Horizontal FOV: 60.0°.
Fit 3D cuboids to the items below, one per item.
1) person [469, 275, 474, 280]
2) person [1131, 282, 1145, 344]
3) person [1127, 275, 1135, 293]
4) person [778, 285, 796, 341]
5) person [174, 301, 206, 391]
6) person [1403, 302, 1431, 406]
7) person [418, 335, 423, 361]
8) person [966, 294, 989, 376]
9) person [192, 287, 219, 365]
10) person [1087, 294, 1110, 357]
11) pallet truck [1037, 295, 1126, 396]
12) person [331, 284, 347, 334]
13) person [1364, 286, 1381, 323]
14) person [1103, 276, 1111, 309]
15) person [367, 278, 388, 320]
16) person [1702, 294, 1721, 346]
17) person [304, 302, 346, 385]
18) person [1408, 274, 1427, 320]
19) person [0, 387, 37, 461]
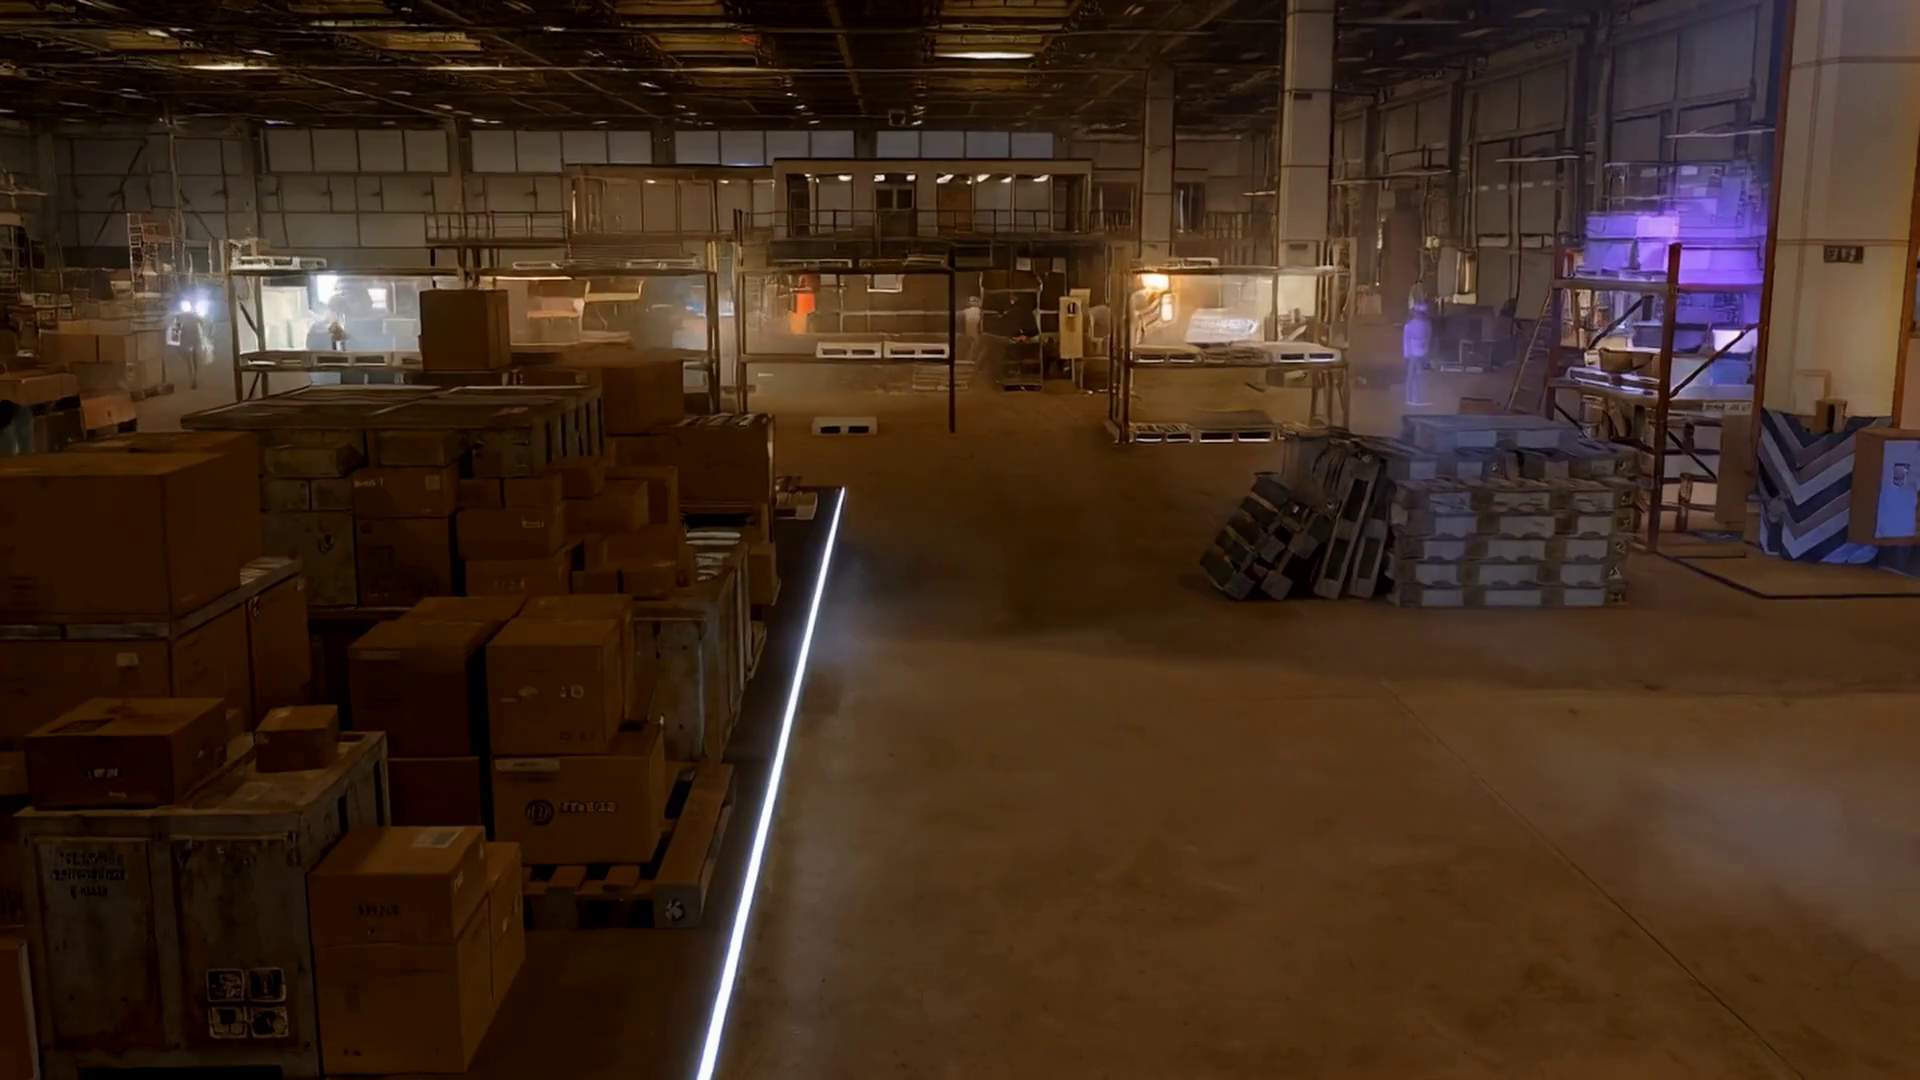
[{"bbox_3d":[-20.168,-10.252,69.099,0.557,1.814,0.538,2,10,13],"label":"person"},{"bbox_3d":[5.283,-6.781,49.700,0.431,1.835,0.622,8,13,37],"label":"person"},{"bbox_3d":[6.302,-8.912,61.286,0.402,1.935,0.551,2,10,12],"label":"person"},{"bbox_3d":[-5.251,-6.898,50.696,0.848,1.703,0.493,7,12,35],"label":"person"},{"bbox_3d":[-15.804,-3.977,34.081,0.554,1.818,0.957,-7,12,-33],"label":"person"},{"bbox_3d":[8.469,-3.436,30.780,0.366,1.927,0.585,-8,13,-38],"label":"person"},{"bbox_3d":[-8.329,-2.651,26.527,0.583,1.882,0.337,2,10,11],"label":"person"},{"bbox_3d":[0.368,-4.631,37.653,0.717,1.844,0.550,-9,14,-42],"label":"person"},{"bbox_3d":[-18.634,-5.260,40.920,0.618,1.923,0.920,1,10,7],"label":"person"},{"bbox_3d":[2.952,-4.309,35.674,0.630,1.906,0.855,-4,11,-23],"label":"person"},{"bbox_3d":[2.483,-3.881,33.060,1.885,1.965,0.823,-7,13,-36],"label":"pallet truck"},{"bbox_3d":[-18.736,-6.836,50.232,0.525,1.751,0.410,2,10,11],"label":"person"},{"bbox_3d":[11.303,-6.027,45.513,0.628,1.830,0.438,-8,13,-39],"label":"person"},{"bbox_3d":[6.258,-10.591,70.758,0.341,1.882,0.587,-3,11,-15],"label":"person"},{"bbox_3d":[-18.051,-7.158,51.592,0.586,1.901,0.469,-5,11,-25],"label":"person"},{"bbox_3d":[15.907,-4.242,35.265,0.364,1.928,0.586,10,14,43],"label":"person"},{"bbox_3d":[-10.673,-2.969,27.860,0.688,2.000,0.536,1,10,6],"label":"person"},{"bbox_3d":[15.139,-7.819,55.056,0.613,1.978,0.757,2,10,11],"label":"person"},{"bbox_3d":[-8.558,-0.528,14.679,0.660,1.887,1.002,-1,10,-4],"label":"person"}]
